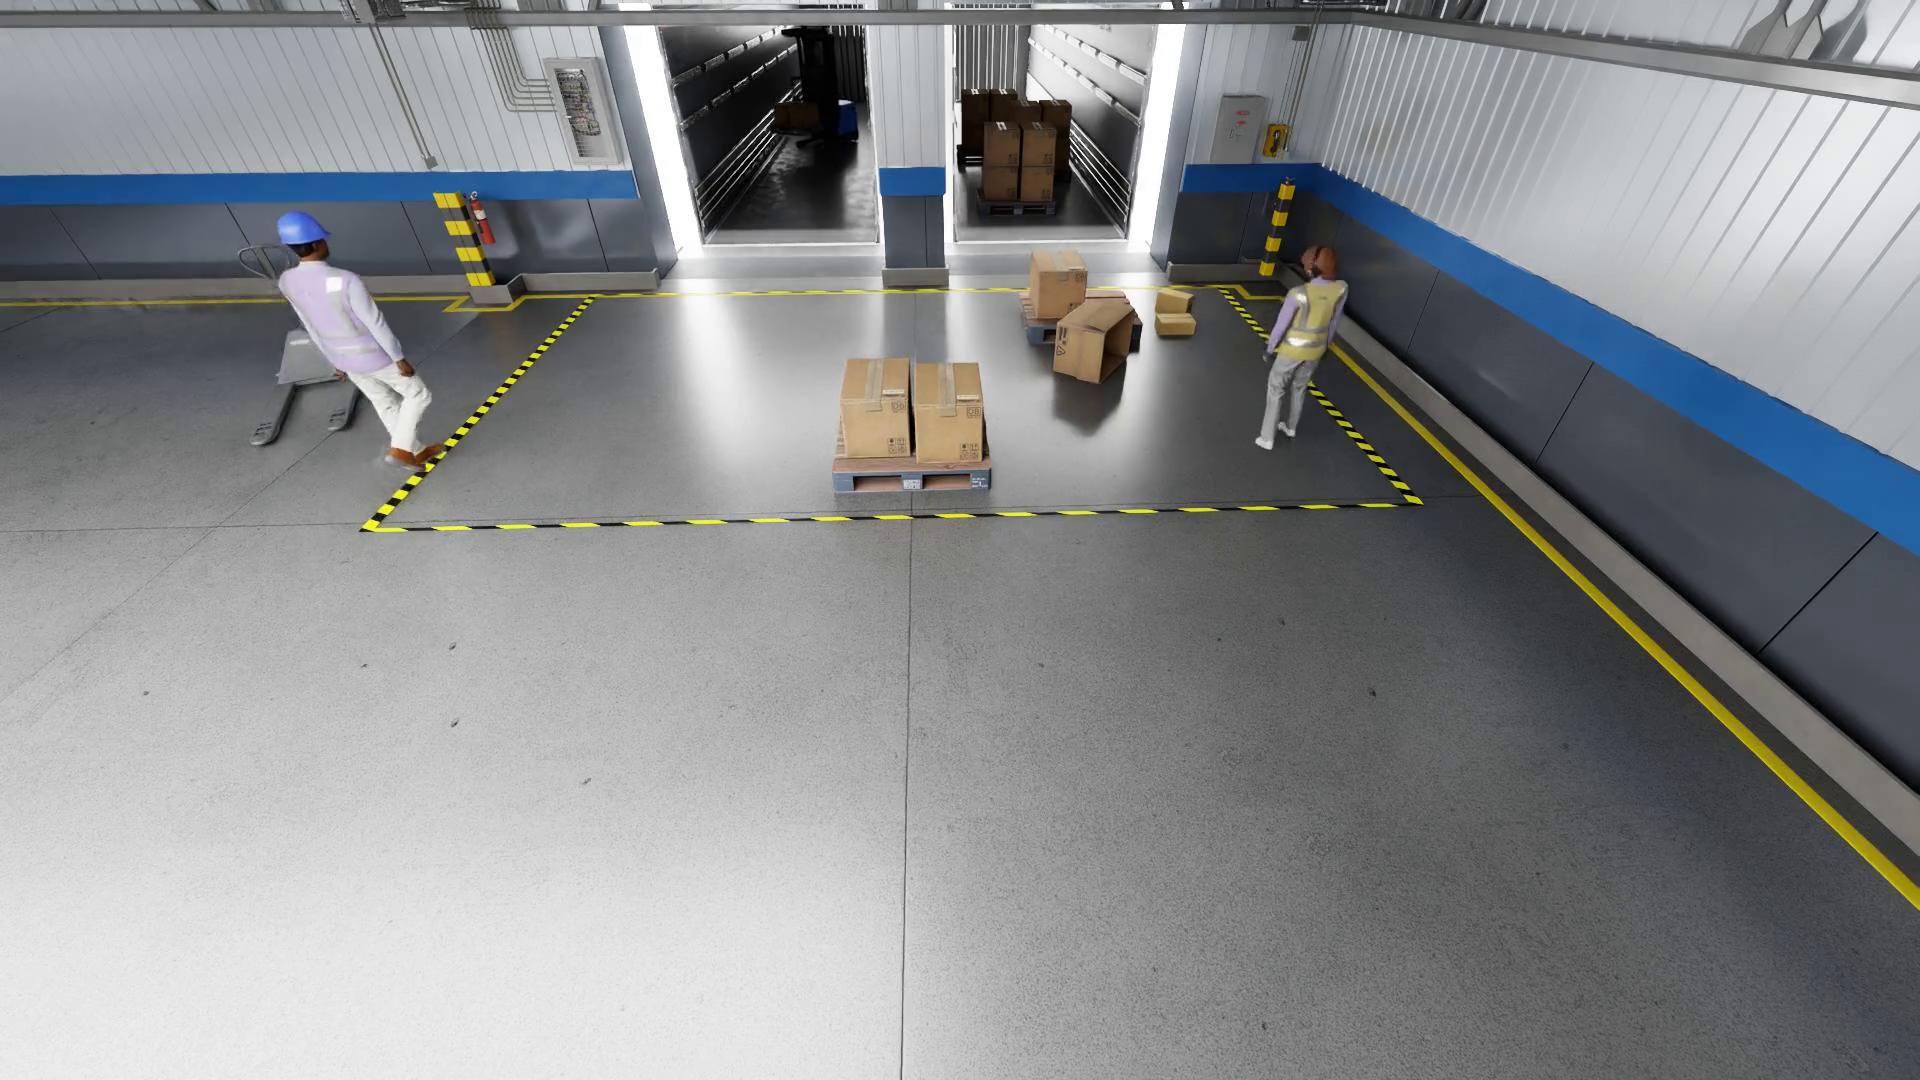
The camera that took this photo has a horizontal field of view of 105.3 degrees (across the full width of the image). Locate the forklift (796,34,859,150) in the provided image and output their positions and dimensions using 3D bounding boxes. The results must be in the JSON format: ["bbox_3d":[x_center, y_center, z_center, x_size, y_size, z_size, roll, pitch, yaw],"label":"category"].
[{"bbox_3d":[-2.764,-9.598,15.632,0.716,2.013,0.776,19,42,23],"label":"forklift"}]

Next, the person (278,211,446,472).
[{"bbox_3d":[-4.308,-1.317,5.280,0.619,1.933,0.616,5,39,6],"label":"person"}]

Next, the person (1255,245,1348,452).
[{"bbox_3d":[2.662,-1.480,5.754,0.538,1.610,0.464,-7,39,-9],"label":"person"}]

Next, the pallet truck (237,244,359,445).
[{"bbox_3d":[-5.915,-1.733,6.366,0.680,1.201,1.601,-18,42,-21],"label":"pallet truck"}]
